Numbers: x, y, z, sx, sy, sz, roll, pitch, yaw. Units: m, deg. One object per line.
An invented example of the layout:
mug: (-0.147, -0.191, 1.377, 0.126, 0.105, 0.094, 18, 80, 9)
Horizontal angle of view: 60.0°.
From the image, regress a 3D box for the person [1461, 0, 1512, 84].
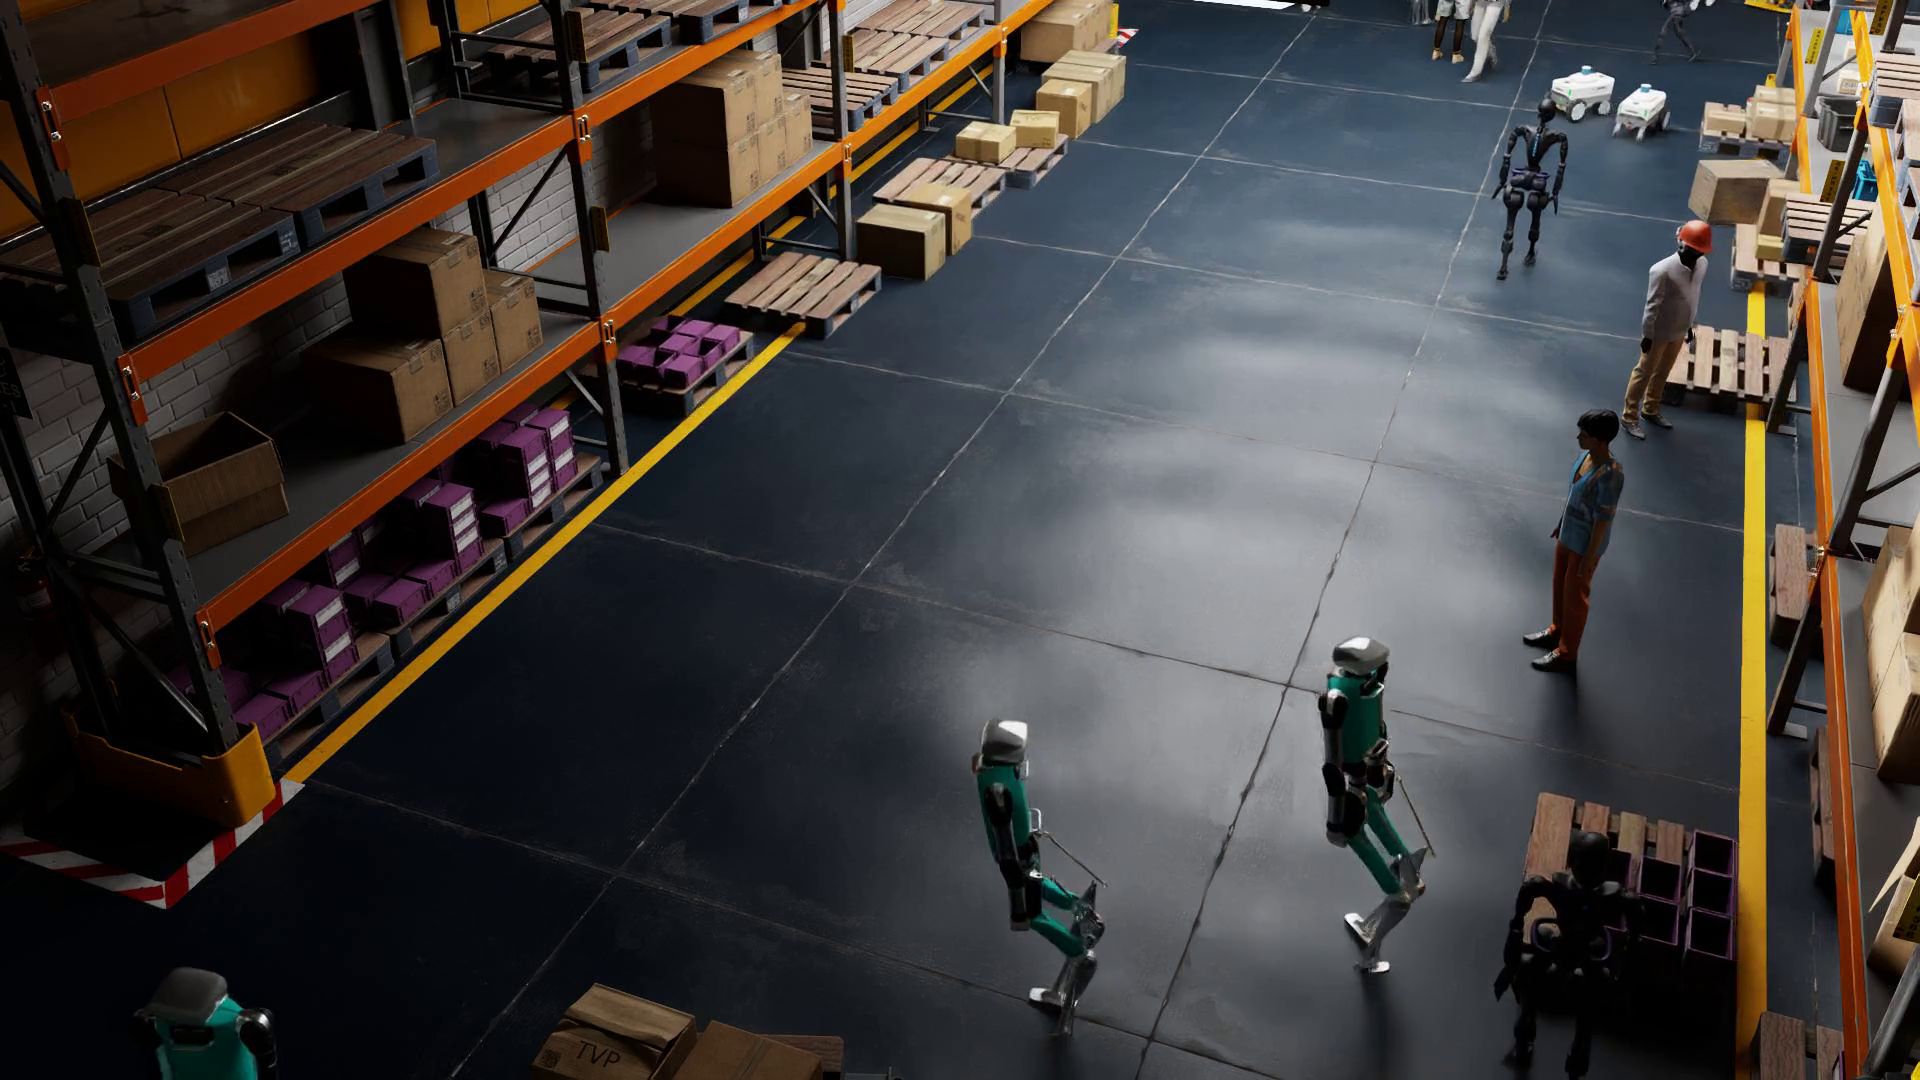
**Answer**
person: (6.482, -6.557, 20.269, 0.724, 1.872, 0.561, -23, 39, -31)

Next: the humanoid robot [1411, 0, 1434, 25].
humanoid robot: (6.236, -7.688, 22.169, 0.695, 1.831, 0.552, -26, 41, -34)

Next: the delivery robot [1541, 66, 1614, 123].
delivery robot: (7.223, -5.208, 19.393, 0.775, 0.601, 0.499, -14, 35, -21)

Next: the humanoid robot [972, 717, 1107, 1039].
humanoid robot: (0.444, 1.603, 7.810, 0.778, 1.827, 0.546, 0, 33, 1)

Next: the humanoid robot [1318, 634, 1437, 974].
humanoid robot: (2.108, 1.358, 8.159, 0.837, 1.790, 0.564, 22, 39, 30)

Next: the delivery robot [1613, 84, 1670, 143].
delivery robot: (7.723, -4.871, 18.861, 0.499, 0.589, 0.785, 22, 39, 30)

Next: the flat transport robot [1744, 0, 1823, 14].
flat transport robot: (11.776, -7.711, 23.526, 1.431, 0.231, 0.659, -25, 40, -33)

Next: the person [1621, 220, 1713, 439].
person: (5.436, -1.624, 12.739, 0.558, 1.747, 0.330, -17, 37, -25)

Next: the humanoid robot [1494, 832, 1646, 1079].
humanoid robot: (2.711, 1.884, 7.404, 0.588, 1.643, 0.441, 9, 34, 14)

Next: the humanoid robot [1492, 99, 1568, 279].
humanoid robot: (5.264, -3.281, 15.398, 0.608, 1.630, 0.744, 15, 36, 21)

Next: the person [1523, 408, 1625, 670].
person: (3.800, -0.010, 10.237, 0.343, 1.758, 0.504, -1, 33, -2)

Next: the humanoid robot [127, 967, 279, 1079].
humanoid robot: (-2.866, 2.465, 6.424, 0.552, 1.750, 0.967, 1, 33, 1)

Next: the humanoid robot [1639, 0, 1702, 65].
humanoid robot: (9.067, -6.759, 20.795, 0.781, 1.625, 0.597, 1, 33, 1)

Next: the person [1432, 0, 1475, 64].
person: (6.247, -6.855, 20.888, 0.533, 1.692, 0.320, 22, 39, 30)

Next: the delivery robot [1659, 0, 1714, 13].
delivery robot: (10.229, -7.711, 23.280, 0.802, 0.614, 0.499, -20, 38, -27)

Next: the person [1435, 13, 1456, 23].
person: (6.738, -7.889, 22.409, 0.478, 1.777, 0.306, -7, 34, -11)

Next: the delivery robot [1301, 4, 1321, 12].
delivery robot: (4.780, -7.763, 23.347, 0.525, 0.599, 0.771, -26, 41, -34)
